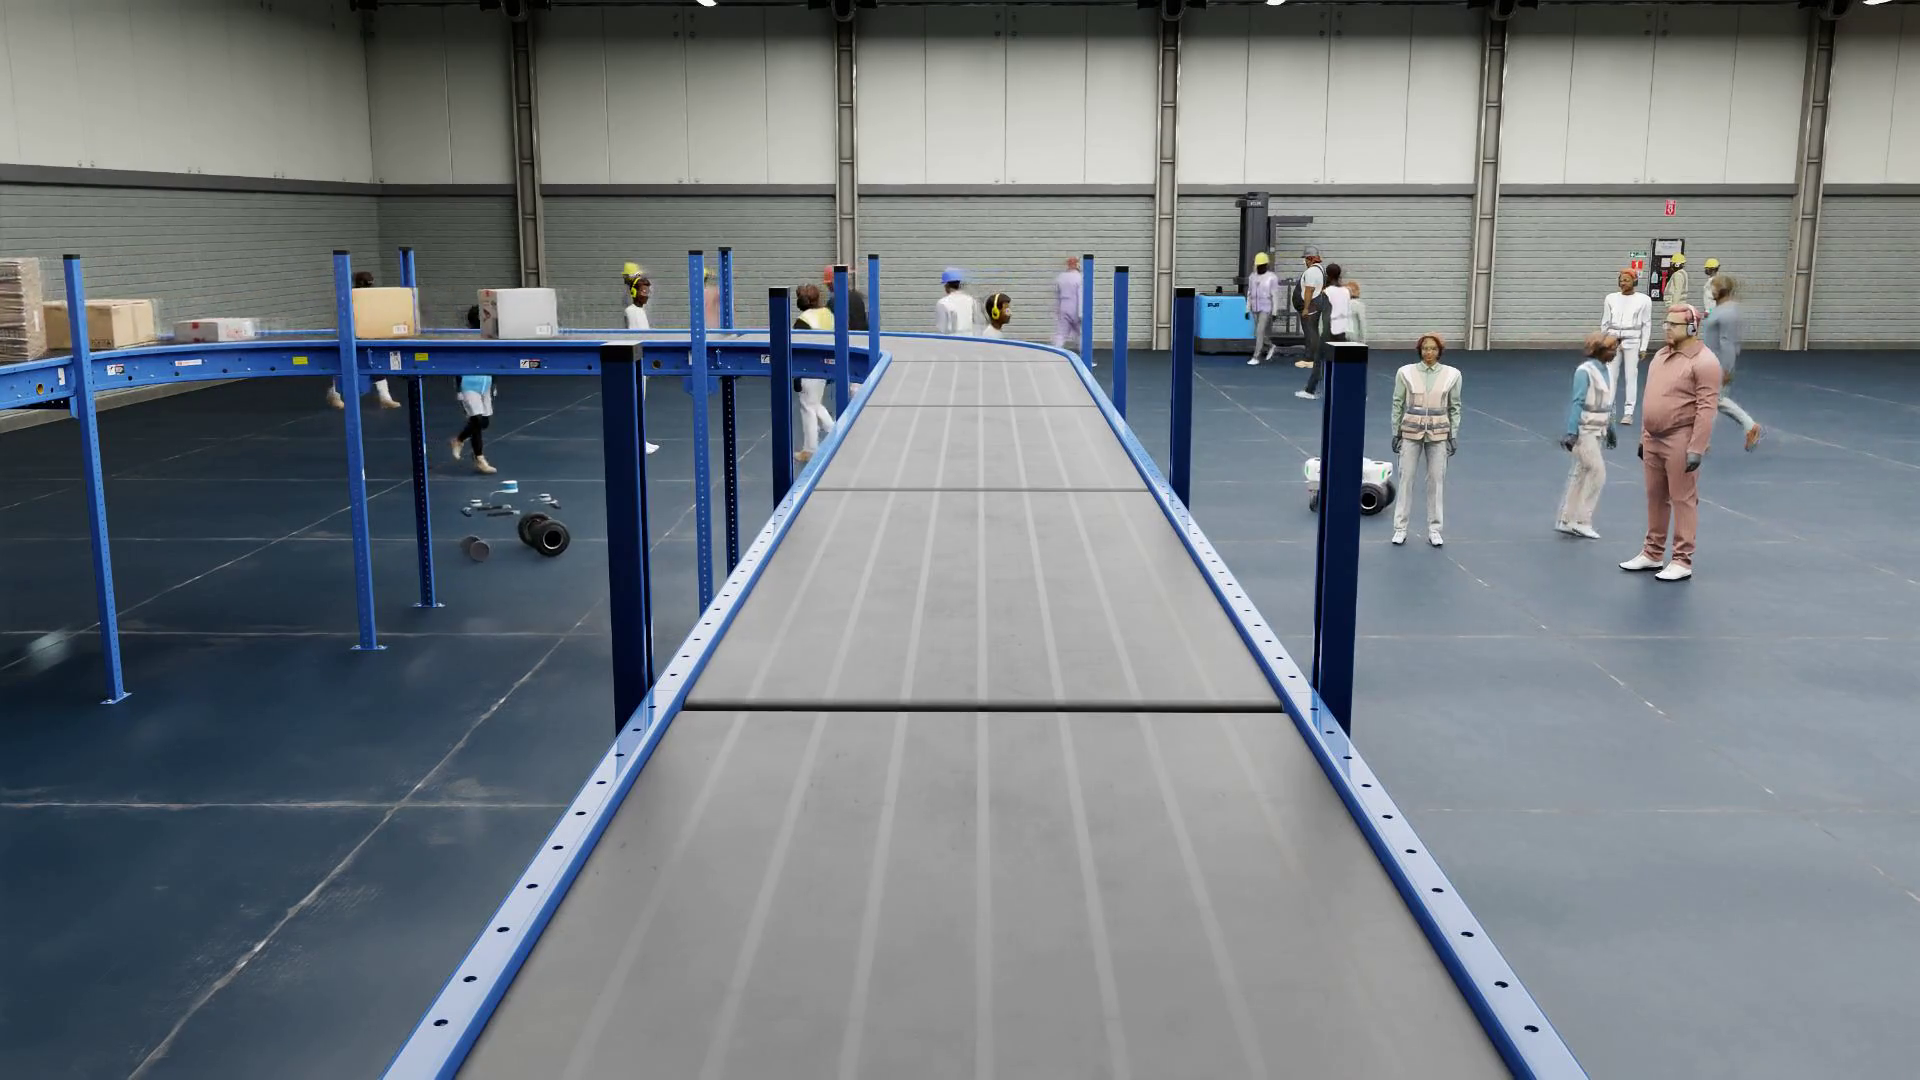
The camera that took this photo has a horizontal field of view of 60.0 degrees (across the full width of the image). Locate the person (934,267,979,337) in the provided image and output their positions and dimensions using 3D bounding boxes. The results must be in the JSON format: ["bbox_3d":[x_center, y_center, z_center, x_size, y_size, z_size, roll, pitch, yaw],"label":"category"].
[{"bbox_3d":[0.004,-2.217,19.432,0.617,1.924,0.607,10,15,43],"label":"person"}]

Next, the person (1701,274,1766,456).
[{"bbox_3d":[8.037,-1.836,17.492,0.827,1.920,0.637,4,12,21],"label":"person"}]

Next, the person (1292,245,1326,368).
[{"bbox_3d":[5.853,-3.915,27.957,0.536,2.000,0.676,5,12,25],"label":"person"}]

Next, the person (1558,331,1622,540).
[{"bbox_3d":[4.966,-0.815,12.974,0.550,1.614,0.531,10,15,43],"label":"person"}]

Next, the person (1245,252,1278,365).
[{"bbox_3d":[5.175,-3.947,28.350,0.734,1.902,0.613,-9,14,-38],"label":"person"}]

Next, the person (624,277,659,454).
[{"bbox_3d":[-3.418,-1.866,17.775,0.331,1.865,0.519,0,11,1],"label":"person"}]

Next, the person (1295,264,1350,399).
[{"bbox_3d":[5.133,-2.847,22.838,0.608,1.872,1.028,-10,15,-41],"label":"person"}]

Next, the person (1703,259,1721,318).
[{"bbox_3d":[13.220,-4.069,29.342,0.331,1.767,0.527,7,13,33],"label":"person"}]

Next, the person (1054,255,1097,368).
[{"bbox_3d":[1.872,-3.790,27.658,0.895,1.872,0.662,-10,15,-41],"label":"person"}]

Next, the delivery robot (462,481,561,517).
[{"bbox_3d":[-3.355,-0.325,12.425,0.698,0.223,0.335,-6,13,-29],"label":"delivery robot"}]

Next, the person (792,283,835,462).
[{"bbox_3d":[-1.501,-1.711,17.059,0.468,1.828,0.656,5,12,25],"label":"person"}]

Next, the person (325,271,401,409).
[{"bbox_3d":[-7.898,-2.624,21.825,0.901,1.803,0.635,1,11,5],"label":"person"}]

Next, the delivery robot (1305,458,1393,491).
[{"bbox_3d":[3.354,-0.573,14.370,0.707,0.478,0.477,5,12,25],"label":"delivery robot"}]

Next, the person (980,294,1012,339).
[{"bbox_3d":[0.364,-1.301,14.993,0.991,1.813,0.542,1,11,7],"label":"person"}]

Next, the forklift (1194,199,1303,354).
[{"bbox_3d":[5.313,-4.851,30.603,1.873,2.768,1.129,0,11,1],"label":"forklift"}]

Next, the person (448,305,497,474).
[{"bbox_3d":[-4.846,-1.496,16.408,0.634,1.666,0.539,6,13,28],"label":"person"}]

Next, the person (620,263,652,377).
[{"bbox_3d":[-5.084,-3.448,26.088,0.914,1.795,0.584,1,11,4],"label":"person"}]

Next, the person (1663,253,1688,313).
[{"bbox_3d":[13.143,-4.345,30.592,0.404,1.832,0.600,5,12,26],"label":"person"}]

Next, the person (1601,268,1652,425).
[{"bbox_3d":[8.080,-2.356,20.239,0.575,1.882,0.359,10,15,40],"label":"person"}]

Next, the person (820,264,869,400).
[{"bbox_3d":[-1.328,-2.224,19.398,0.575,1.947,0.640,6,12,27],"label":"person"}]

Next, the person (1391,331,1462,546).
[{"bbox_3d":[3.564,-0.779,12.764,0.513,1.641,0.307,2,11,12],"label":"person"}]

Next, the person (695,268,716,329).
[{"bbox_3d":[-3.867,-3.320,25.539,0.671,1.743,0.528,9,14,37],"label":"person"}]

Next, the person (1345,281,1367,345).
[{"bbox_3d":[5.464,-2.852,23.516,0.820,1.604,0.495,-9,14,-39],"label":"person"}]

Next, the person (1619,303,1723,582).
[{"bbox_3d":[4.950,-0.686,11.588,0.410,1.912,0.643,-3,11,-15],"label":"person"}]
